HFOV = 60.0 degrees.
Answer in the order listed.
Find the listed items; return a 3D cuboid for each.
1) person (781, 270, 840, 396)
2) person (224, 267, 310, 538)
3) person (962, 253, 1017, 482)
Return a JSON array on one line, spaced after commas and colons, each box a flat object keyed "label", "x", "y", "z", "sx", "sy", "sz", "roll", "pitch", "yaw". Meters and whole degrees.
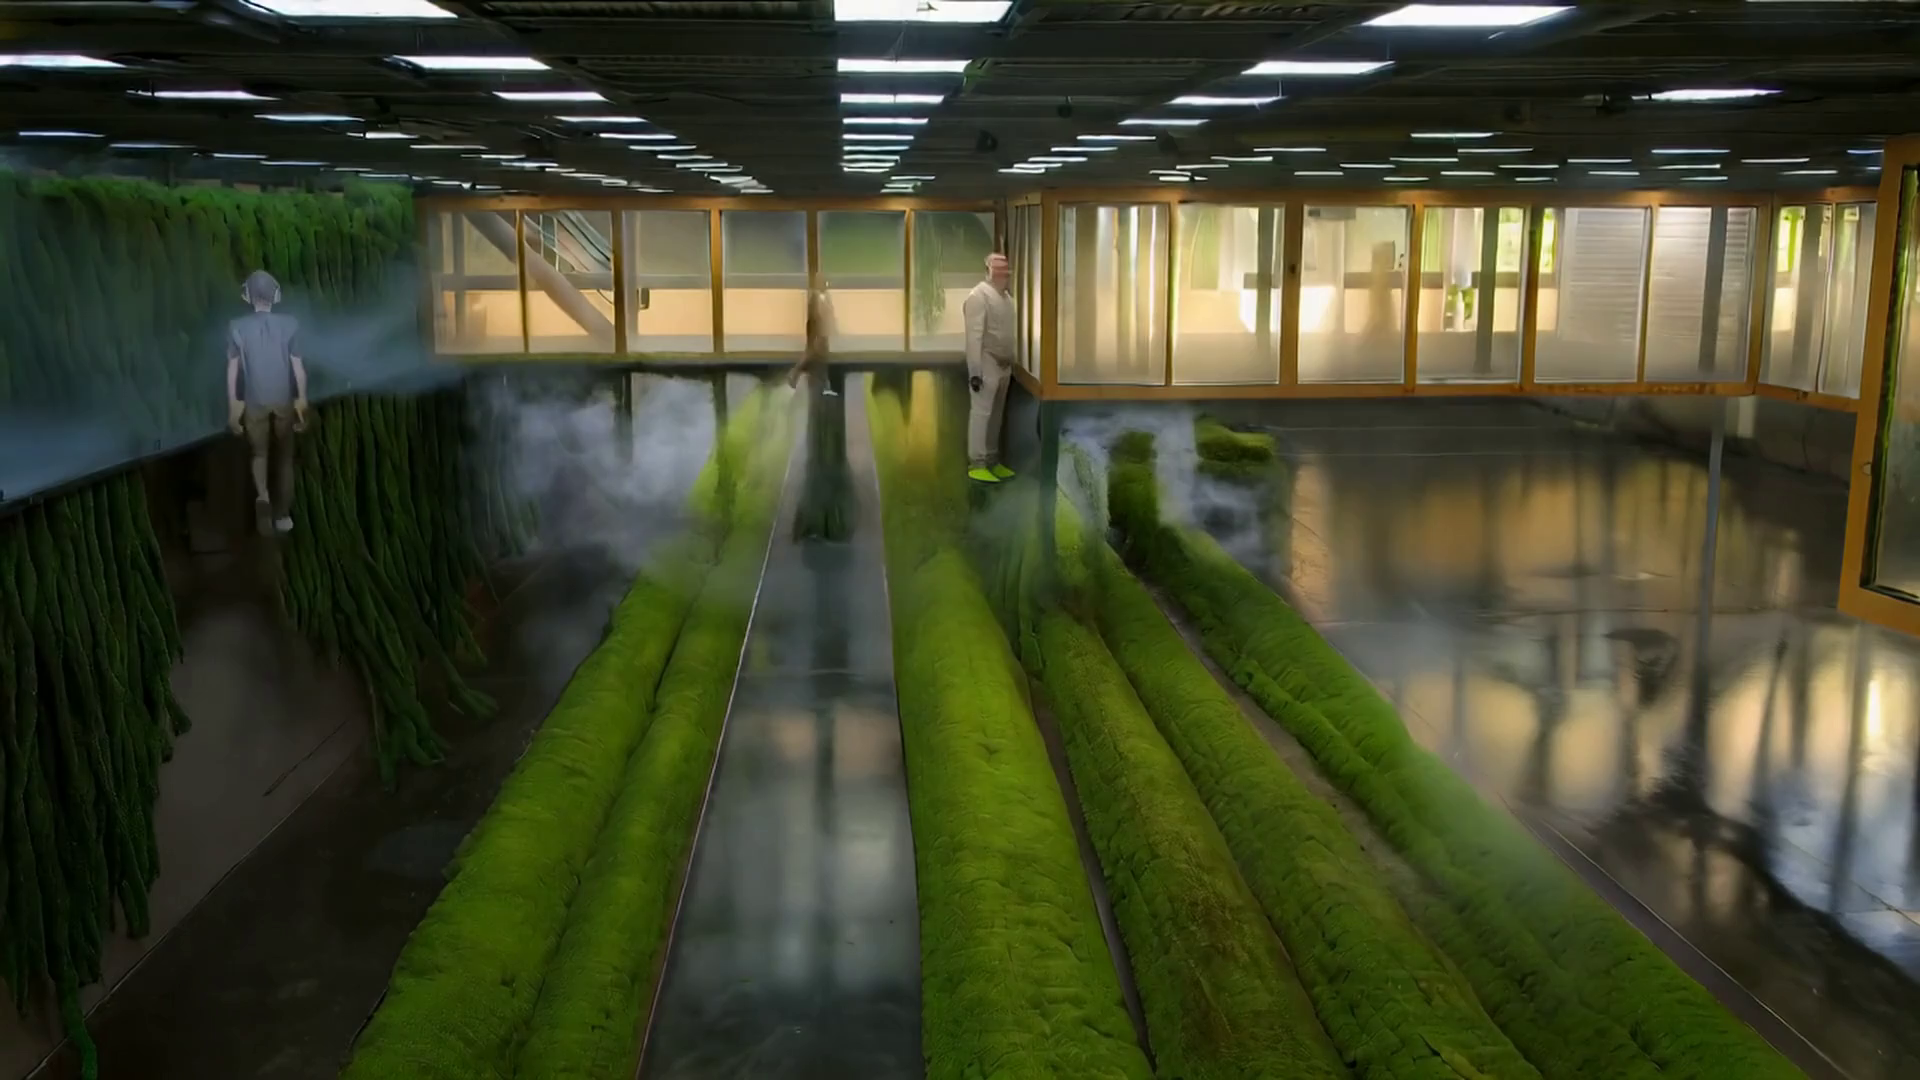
[{"label": "person", "x": -1.901, "y": -2.619, "z": 21.106, "sx": 0.686, "sy": 1.605, "sz": 0.508, "roll": 2, "pitch": 11, "yaw": 13}, {"label": "person", "x": -4.718, "y": -0.925, "z": 11.350, "sx": 0.517, "sy": 1.852, "sz": 0.734, "roll": -4, "pitch": 11, "yaw": -19}, {"label": "person", "x": 0.282, "y": -1.449, "z": 14.007, "sx": 0.403, "sy": 1.904, "sz": 0.651, "roll": 6, "pitch": 12, "yaw": 28}]
